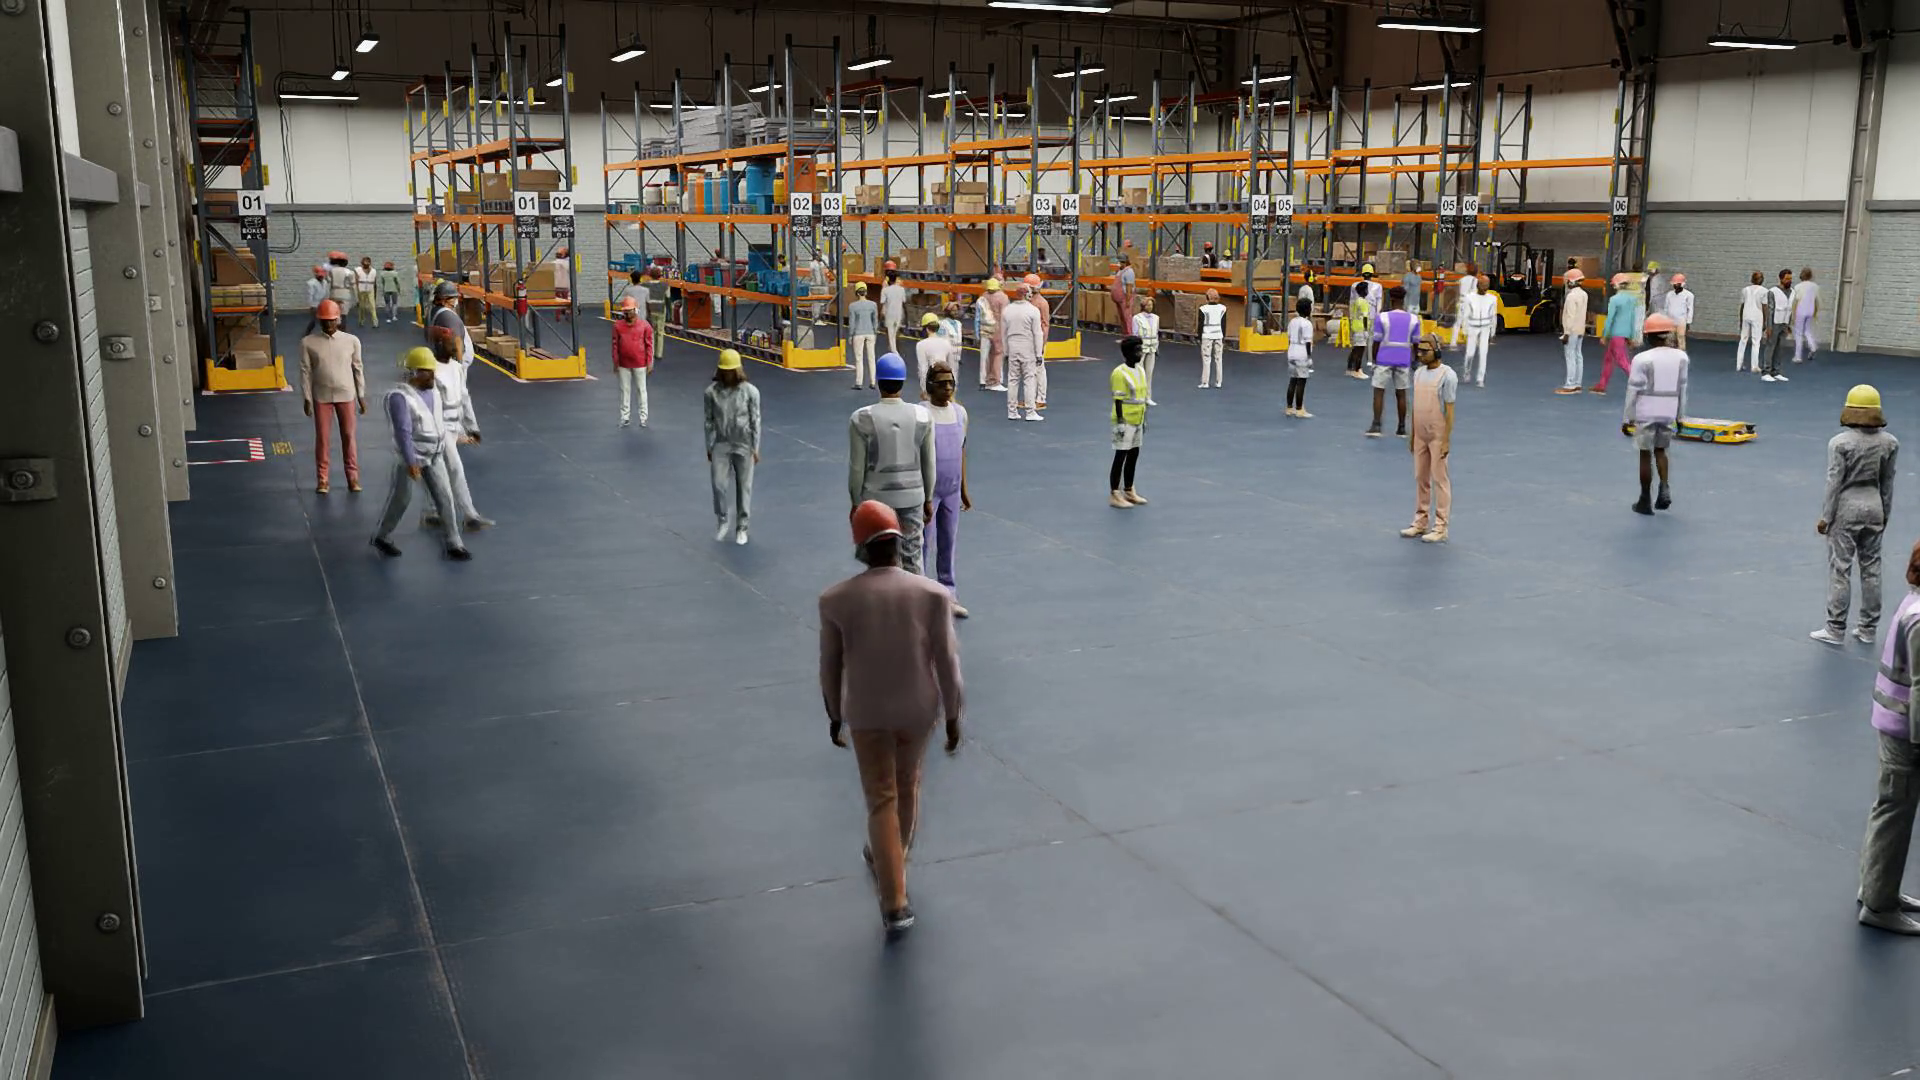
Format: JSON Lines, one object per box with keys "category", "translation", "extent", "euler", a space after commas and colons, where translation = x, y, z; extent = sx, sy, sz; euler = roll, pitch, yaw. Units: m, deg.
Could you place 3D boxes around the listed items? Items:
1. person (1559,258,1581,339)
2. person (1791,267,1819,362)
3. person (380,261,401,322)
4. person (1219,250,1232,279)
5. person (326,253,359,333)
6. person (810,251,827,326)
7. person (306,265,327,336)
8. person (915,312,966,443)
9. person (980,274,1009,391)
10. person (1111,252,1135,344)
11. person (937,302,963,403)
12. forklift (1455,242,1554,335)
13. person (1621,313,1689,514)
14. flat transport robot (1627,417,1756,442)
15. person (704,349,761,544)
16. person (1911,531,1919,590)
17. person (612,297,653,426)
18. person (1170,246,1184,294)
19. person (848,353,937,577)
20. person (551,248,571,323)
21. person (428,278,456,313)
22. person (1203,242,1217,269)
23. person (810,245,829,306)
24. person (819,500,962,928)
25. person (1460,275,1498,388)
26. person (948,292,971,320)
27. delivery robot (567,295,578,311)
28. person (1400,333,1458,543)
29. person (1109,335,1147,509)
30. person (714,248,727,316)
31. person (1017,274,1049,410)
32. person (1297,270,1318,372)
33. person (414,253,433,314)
{"category": "person", "translation": [13.959, -5.506, 37.993], "extent": [0.327, 1.861, 0.498], "euler": [-7, 13, -33]}
{"category": "person", "translation": [16.307, -4.335, 32.094], "extent": [0.518, 1.829, 0.459], "euler": [-2, 11, -9]}
{"category": "person", "translation": [-15.030, -6.546, 43.916], "extent": [0.506, 1.618, 0.325], "euler": [-2, 11, -12]}
{"category": "person", "translation": [8.019, -7.843, 50.092], "extent": [0.524, 1.769, 0.309], "euler": [-5, 12, -23]}
{"category": "person", "translation": [-13.578, -5.327, 36.699], "extent": [0.642, 1.996, 0.965], "euler": [1, 11, 5]}
{"category": "person", "translation": [-3.636, -6.461, 42.709], "extent": [0.407, 1.908, 0.642], "euler": [-3, 12, -15]}
{"category": "person", "translation": [-14.273, -5.259, 37.041], "extent": [0.610, 1.735, 0.591], "euler": [5, 12, 23]}
{"category": "person", "translation": [-0.221, -1.823, 19.648], "extent": [0.532, 1.719, 0.779], "euler": [-7, 13, -31]}
{"category": "person", "translation": [0.582, -3.375, 27.070], "extent": [0.419, 1.895, 0.669], "euler": [-9, 15, -40]}
{"category": "person", "translation": [3.576, -5.320, 36.569], "extent": [0.536, 2.000, 0.702], "euler": [-3, 11, -13]}
{"category": "person", "translation": [-0.141, -2.536, 23.442], "extent": [0.315, 1.640, 0.515], "euler": [7, 13, 34]}
{"category": "forklift", "translation": [13.047, -6.049, 39.881], "extent": [2.313, 2.155, 1.214], "euler": [-5, 12, -23]}
{"category": "person", "translation": [6.621, -1.195, 15.884], "extent": [0.579, 1.926, 0.387], "euler": [-1, 11, -6]}
{"category": "flat transport robot", "translation": [9.373, -1.439, 21.356], "extent": [1.431, 0.197, 0.652], "euler": [10, 15, 40]}
{"category": "person", "translation": [-1.966, -0.801, 14.424], "extent": [0.495, 1.720, 0.453], "euler": [-1, 11, -3]}
{"category": "person", "translation": [5.385, 0.285, 8.874], "extent": [0.536, 1.742, 0.757], "euler": [5, 12, 24]}
{"category": "person", "translation": [-4.439, -2.412, 22.514], "extent": [0.563, 1.753, 0.327], "euler": [1, 11, 5]}
{"category": "person", "translation": [7.545, -9.315, 57.597], "extent": [0.561, 1.753, 0.327], "euler": [5, 12, 24]}
{"category": "person", "translation": [-0.455, -0.276, 11.168], "extent": [0.609, 1.947, 0.389], "euler": [-3, 12, -16]}
{"category": "person", "translation": [-10.482, -6.676, 43.634], "extent": [0.656, 1.967, 0.539], "euler": [-5, 12, -23]}
{"category": "person", "translation": [-9.300, -3.842, 29.905], "extent": [0.496, 1.719, 0.792], "euler": [-4, 12, -18]}
{"category": "person", "translation": [7.186, -7.611, 48.200], "extent": [0.383, 2.045, 0.605], "euler": [10, 15, 40]}
{"category": "person", "translation": [-4.339, -8.235, 51.823], "extent": [0.664, 1.861, 0.929], "euler": [-1, 11, -7]}
{"category": "person", "translation": [-0.280, 0.696, 6.863], "extent": [0.564, 1.707, 0.842], "euler": [-3, 11, -14]}
{"category": "person", "translation": [8.598, -3.469, 27.599], "extent": [0.589, 1.864, 0.476], "euler": [1, 11, 6]}
{"category": "person", "translation": [-0.053, -6.947, 45.267], "extent": [0.974, 1.880, 0.601], "euler": [11, 15, 43]}
{"category": "delivery robot", "translation": [-11.083, -6.741, 47.339], "extent": [0.477, 0.478, 0.707], "euler": [-4, 12, -17]}
{"category": "person", "translation": [4.138, -0.901, 14.634], "extent": [0.345, 1.840, 0.502], "euler": [-6, 12, -26]}
{"category": "person", "translation": [1.663, -1.160, 16.321], "extent": [0.316, 1.693, 0.534], "euler": [8, 14, 35]}
{"category": "person", "translation": [-6.759, -7.231, 46.687], "extent": [0.356, 1.883, 0.574], "euler": [1, 11, 5]}
{"category": "person", "translation": [1.080, -2.909, 24.457], "extent": [0.392, 1.986, 0.609], "euler": [-6, 12, -26]}
{"category": "person", "translation": [6.286, -3.968, 30.179], "extent": [0.343, 1.859, 0.501], "euler": [-1, 11, -7]}
{"category": "person", "translation": [-15.115, -7.181, 46.773], "extent": [0.536, 1.754, 0.630], "euler": [2, 11, 11]}
